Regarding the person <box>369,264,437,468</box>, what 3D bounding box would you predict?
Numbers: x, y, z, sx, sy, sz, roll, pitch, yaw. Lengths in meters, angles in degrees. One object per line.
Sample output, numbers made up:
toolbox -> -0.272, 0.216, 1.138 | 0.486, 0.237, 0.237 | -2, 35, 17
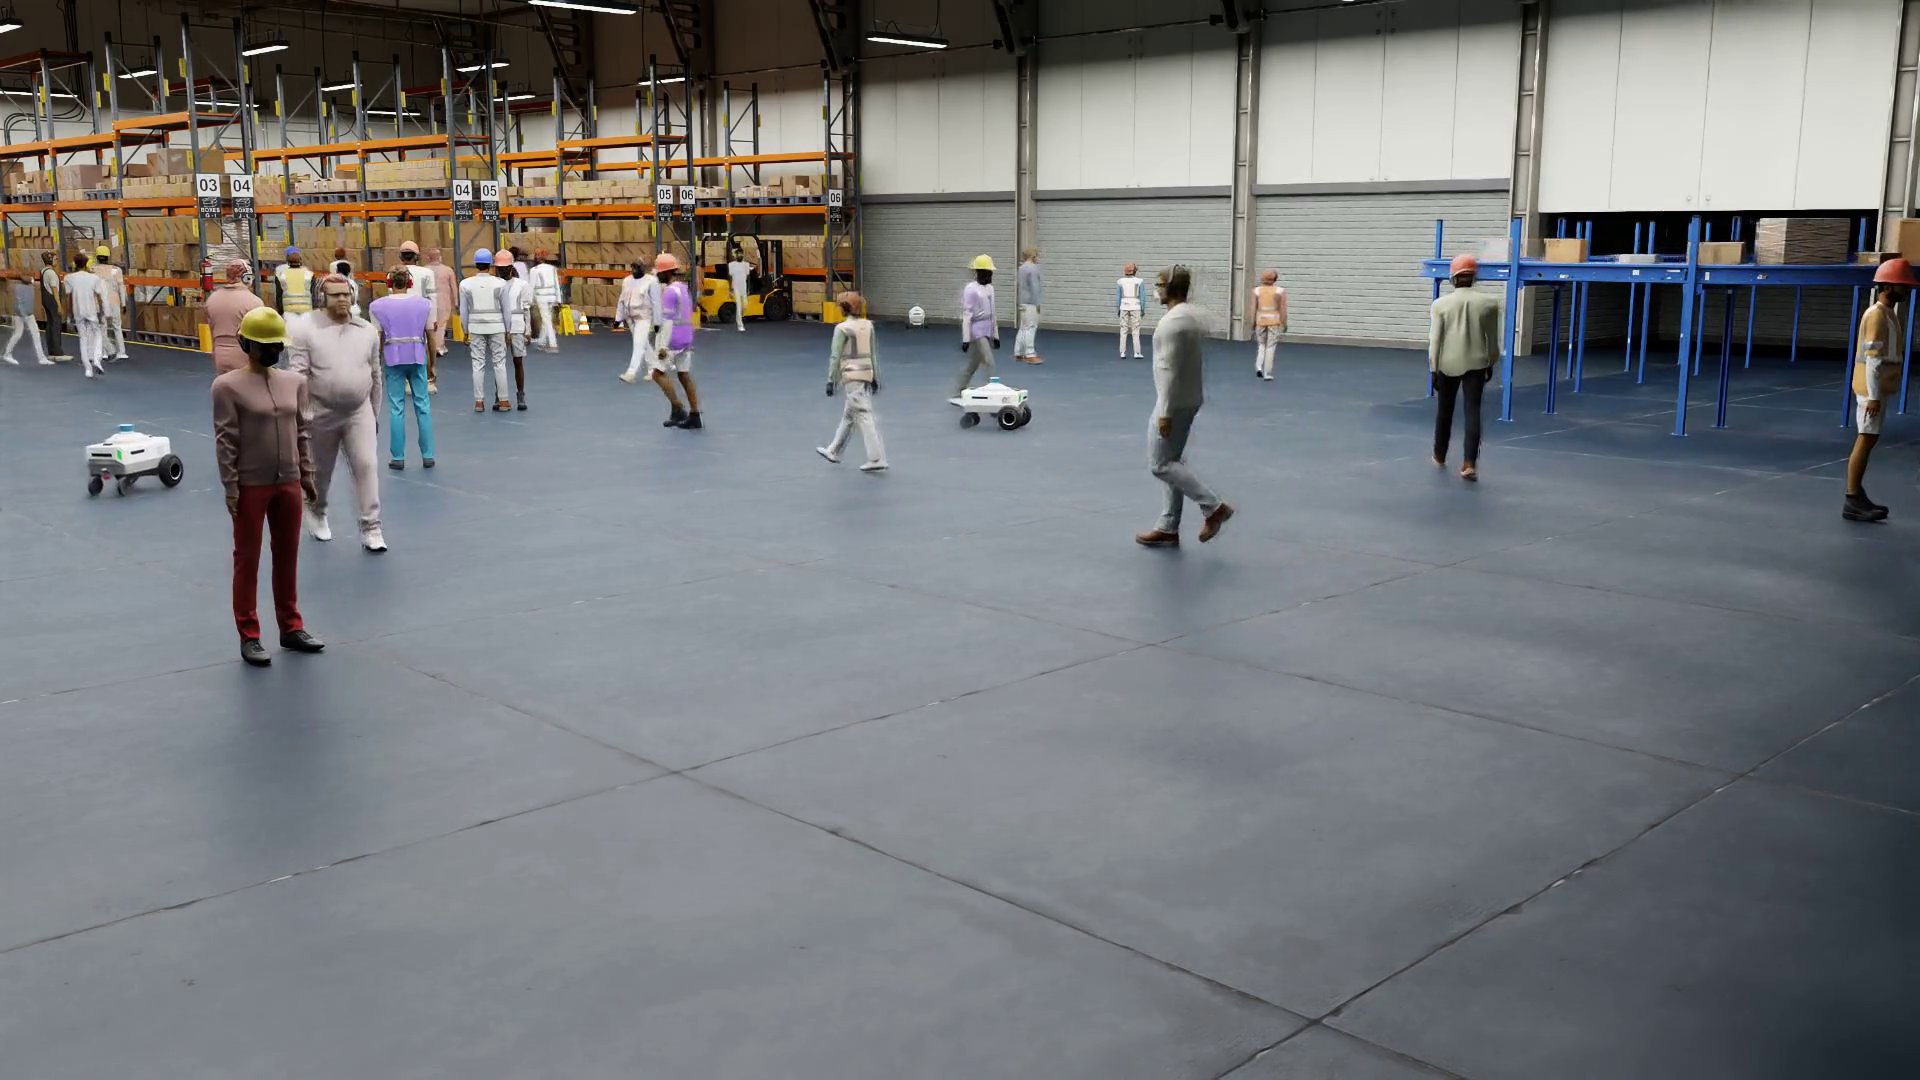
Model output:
person -> -5.059, -1.579, 15.166 | 0.566, 1.847, 0.389 | -5, 12, -26

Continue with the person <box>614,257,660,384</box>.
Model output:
person -> -4.642, -3.162, 23.956 | 0.637, 1.796, 0.954 | 7, 12, 33

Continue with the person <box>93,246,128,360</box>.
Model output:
person -> -14.563, -4.047, 28.401 | 0.584, 1.928, 0.373 | -3, 11, -18

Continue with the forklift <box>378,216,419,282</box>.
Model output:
forklift -> -17.868, -9.201, 54.028 | 1.873, 2.768, 1.129 | -10, 14, -44

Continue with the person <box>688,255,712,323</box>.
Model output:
person -> -6.161, -5.907, 39.269 | 0.680, 1.660, 0.538 | 5, 12, 27

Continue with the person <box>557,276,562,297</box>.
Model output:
person -> -11.224, -7.296, 46.095 | 0.546, 1.938, 0.357 | -4, 11, -20

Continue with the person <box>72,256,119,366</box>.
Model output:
person -> -14.223, -3.780, 27.320 | 0.572, 1.791, 0.880 | 5, 12, 26

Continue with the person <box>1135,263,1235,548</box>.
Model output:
person -> 1.516, -0.886, 11.177 | 0.601, 1.927, 0.627 | 4, 11, 21

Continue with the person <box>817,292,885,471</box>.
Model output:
person -> -1.018, -1.436, 15.039 | 0.877, 1.590, 0.534 | 6, 12, 31

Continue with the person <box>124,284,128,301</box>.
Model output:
person -> -19.775, -6.034, 39.057 | 0.622, 1.992, 0.396 | -1, 10, -5

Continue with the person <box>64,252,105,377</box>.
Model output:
person -> -13.138, -3.376, 24.959 | 0.519, 1.858, 0.381 | -4, 11, -23

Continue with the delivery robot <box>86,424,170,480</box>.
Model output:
delivery robot -> -6.945, -0.725, 13.899 | 0.477, 0.478, 0.707 | 2, 10, 9

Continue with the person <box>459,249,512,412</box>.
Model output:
person -> -5.709, -2.529, 20.072 | 0.602, 1.948, 0.387 | -2, 11, -9

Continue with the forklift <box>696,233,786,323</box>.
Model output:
forklift -> -5.496, -6.489, 41.108 | 2.313, 2.155, 1.214 | -10, 14, -44

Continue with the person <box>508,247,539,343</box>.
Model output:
person -> -8.830, -4.855, 32.969 | 0.965, 1.874, 0.615 | 2, 11, 9

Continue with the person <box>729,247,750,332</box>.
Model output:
person -> -4.916, -5.569, 36.927 | 0.507, 1.855, 0.525 | -5, 12, -27

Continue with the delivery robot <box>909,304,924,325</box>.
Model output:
delivery robot -> -0.990, -5.159, 38.072 | 0.477, 0.478, 0.707 | 0, 10, -2

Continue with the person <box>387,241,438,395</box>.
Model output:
person -> -7.288, -2.960, 22.193 | 0.605, 2.033, 0.392 | -3, 11, -16

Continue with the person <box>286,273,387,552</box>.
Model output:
person -> -4.249, -0.884, 11.348 | 0.640, 1.866, 0.993 | -7, 13, -34

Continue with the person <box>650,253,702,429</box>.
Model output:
person -> -3.087, -2.147, 18.094 | 0.515, 1.905, 0.574 | 1, 10, 8

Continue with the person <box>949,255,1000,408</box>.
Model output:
person -> 0.260, -2.515, 20.203 | 0.974, 1.880, 0.601 | 5, 12, 26

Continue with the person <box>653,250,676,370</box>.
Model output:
person -> -4.690, -3.646, 26.377 | 0.315, 1.870, 0.533 | -6, 12, -31

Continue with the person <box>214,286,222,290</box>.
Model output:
person -> -20.762, -7.414, 46.715 | 0.996, 1.958, 0.617 | -10, 14, -44

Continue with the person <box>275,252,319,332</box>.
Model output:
person -> -10.527, -3.645, 26.453 | 0.634, 1.840, 0.429 | -4, 11, -19

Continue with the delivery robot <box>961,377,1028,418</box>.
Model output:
delivery robot -> 0.381, -1.561, 18.453 | 0.707, 0.478, 0.477 | 3, 11, 16

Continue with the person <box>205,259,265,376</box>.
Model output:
person -> -6.511, -1.592, 15.121 | 0.636, 1.898, 0.399 | 4, 11, 20

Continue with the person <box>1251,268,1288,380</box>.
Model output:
person -> 4.540, -3.154, 24.355 | 0.527, 1.623, 0.383 | 6, 12, 31

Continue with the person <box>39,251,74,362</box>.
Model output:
person -> -15.303, -3.947, 28.087 | 0.508, 1.846, 0.345 | 9, 14, 40

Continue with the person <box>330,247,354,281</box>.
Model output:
person -> -13.005, -5.242, 35.083 | 0.476, 1.869, 0.580 | 8, 13, 39

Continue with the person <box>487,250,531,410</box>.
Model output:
person -> -5.495, -2.548, 20.212 | 0.551, 1.933, 0.371 | -2, 11, -12

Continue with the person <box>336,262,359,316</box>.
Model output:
person -> -10.013, -3.714, 27.242 | 0.430, 1.678, 0.549 | 3, 11, 14

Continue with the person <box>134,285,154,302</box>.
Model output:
person -> -22.081, -7.042, 45.124 | 0.624, 1.785, 0.943 | -3, 11, -14

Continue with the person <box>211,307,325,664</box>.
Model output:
person -> -3.457, -0.281, 8.332 | 0.322, 1.761, 0.522 | 6, 12, 30

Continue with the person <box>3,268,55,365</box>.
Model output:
person -> -15.387, -3.673, 27.334 | 0.852, 1.594, 0.505 | 1, 10, 6

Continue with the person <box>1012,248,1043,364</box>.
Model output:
person -> 1.106, -3.882, 27.597 | 0.386, 1.902, 0.710 | -3, 11, -18

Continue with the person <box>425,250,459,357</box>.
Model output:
person -> -9.196, -4.176, 29.314 | 0.637, 1.867, 0.988 | 0, 10, 1

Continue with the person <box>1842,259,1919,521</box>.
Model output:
person -> 6.889, -1.125, 12.443 | 0.376, 1.935, 0.550 | 7, 12, 33

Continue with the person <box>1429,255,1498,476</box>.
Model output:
person -> 4.482, -1.560, 14.833 | 0.615, 1.944, 1.045 | 2, 11, 10

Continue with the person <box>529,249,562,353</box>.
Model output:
person -> -7.613, -4.334, 30.171 | 0.893, 1.846, 0.611 | 7, 13, 34

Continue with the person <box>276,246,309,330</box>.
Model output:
person -> -12.139, -4.394, 30.310 | 0.616, 1.923, 0.752 | -3, 11, -14

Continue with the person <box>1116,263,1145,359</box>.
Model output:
person -> 2.940, -3.947, 28.648 | 0.513, 1.639, 0.311 | 5, 11, 23
